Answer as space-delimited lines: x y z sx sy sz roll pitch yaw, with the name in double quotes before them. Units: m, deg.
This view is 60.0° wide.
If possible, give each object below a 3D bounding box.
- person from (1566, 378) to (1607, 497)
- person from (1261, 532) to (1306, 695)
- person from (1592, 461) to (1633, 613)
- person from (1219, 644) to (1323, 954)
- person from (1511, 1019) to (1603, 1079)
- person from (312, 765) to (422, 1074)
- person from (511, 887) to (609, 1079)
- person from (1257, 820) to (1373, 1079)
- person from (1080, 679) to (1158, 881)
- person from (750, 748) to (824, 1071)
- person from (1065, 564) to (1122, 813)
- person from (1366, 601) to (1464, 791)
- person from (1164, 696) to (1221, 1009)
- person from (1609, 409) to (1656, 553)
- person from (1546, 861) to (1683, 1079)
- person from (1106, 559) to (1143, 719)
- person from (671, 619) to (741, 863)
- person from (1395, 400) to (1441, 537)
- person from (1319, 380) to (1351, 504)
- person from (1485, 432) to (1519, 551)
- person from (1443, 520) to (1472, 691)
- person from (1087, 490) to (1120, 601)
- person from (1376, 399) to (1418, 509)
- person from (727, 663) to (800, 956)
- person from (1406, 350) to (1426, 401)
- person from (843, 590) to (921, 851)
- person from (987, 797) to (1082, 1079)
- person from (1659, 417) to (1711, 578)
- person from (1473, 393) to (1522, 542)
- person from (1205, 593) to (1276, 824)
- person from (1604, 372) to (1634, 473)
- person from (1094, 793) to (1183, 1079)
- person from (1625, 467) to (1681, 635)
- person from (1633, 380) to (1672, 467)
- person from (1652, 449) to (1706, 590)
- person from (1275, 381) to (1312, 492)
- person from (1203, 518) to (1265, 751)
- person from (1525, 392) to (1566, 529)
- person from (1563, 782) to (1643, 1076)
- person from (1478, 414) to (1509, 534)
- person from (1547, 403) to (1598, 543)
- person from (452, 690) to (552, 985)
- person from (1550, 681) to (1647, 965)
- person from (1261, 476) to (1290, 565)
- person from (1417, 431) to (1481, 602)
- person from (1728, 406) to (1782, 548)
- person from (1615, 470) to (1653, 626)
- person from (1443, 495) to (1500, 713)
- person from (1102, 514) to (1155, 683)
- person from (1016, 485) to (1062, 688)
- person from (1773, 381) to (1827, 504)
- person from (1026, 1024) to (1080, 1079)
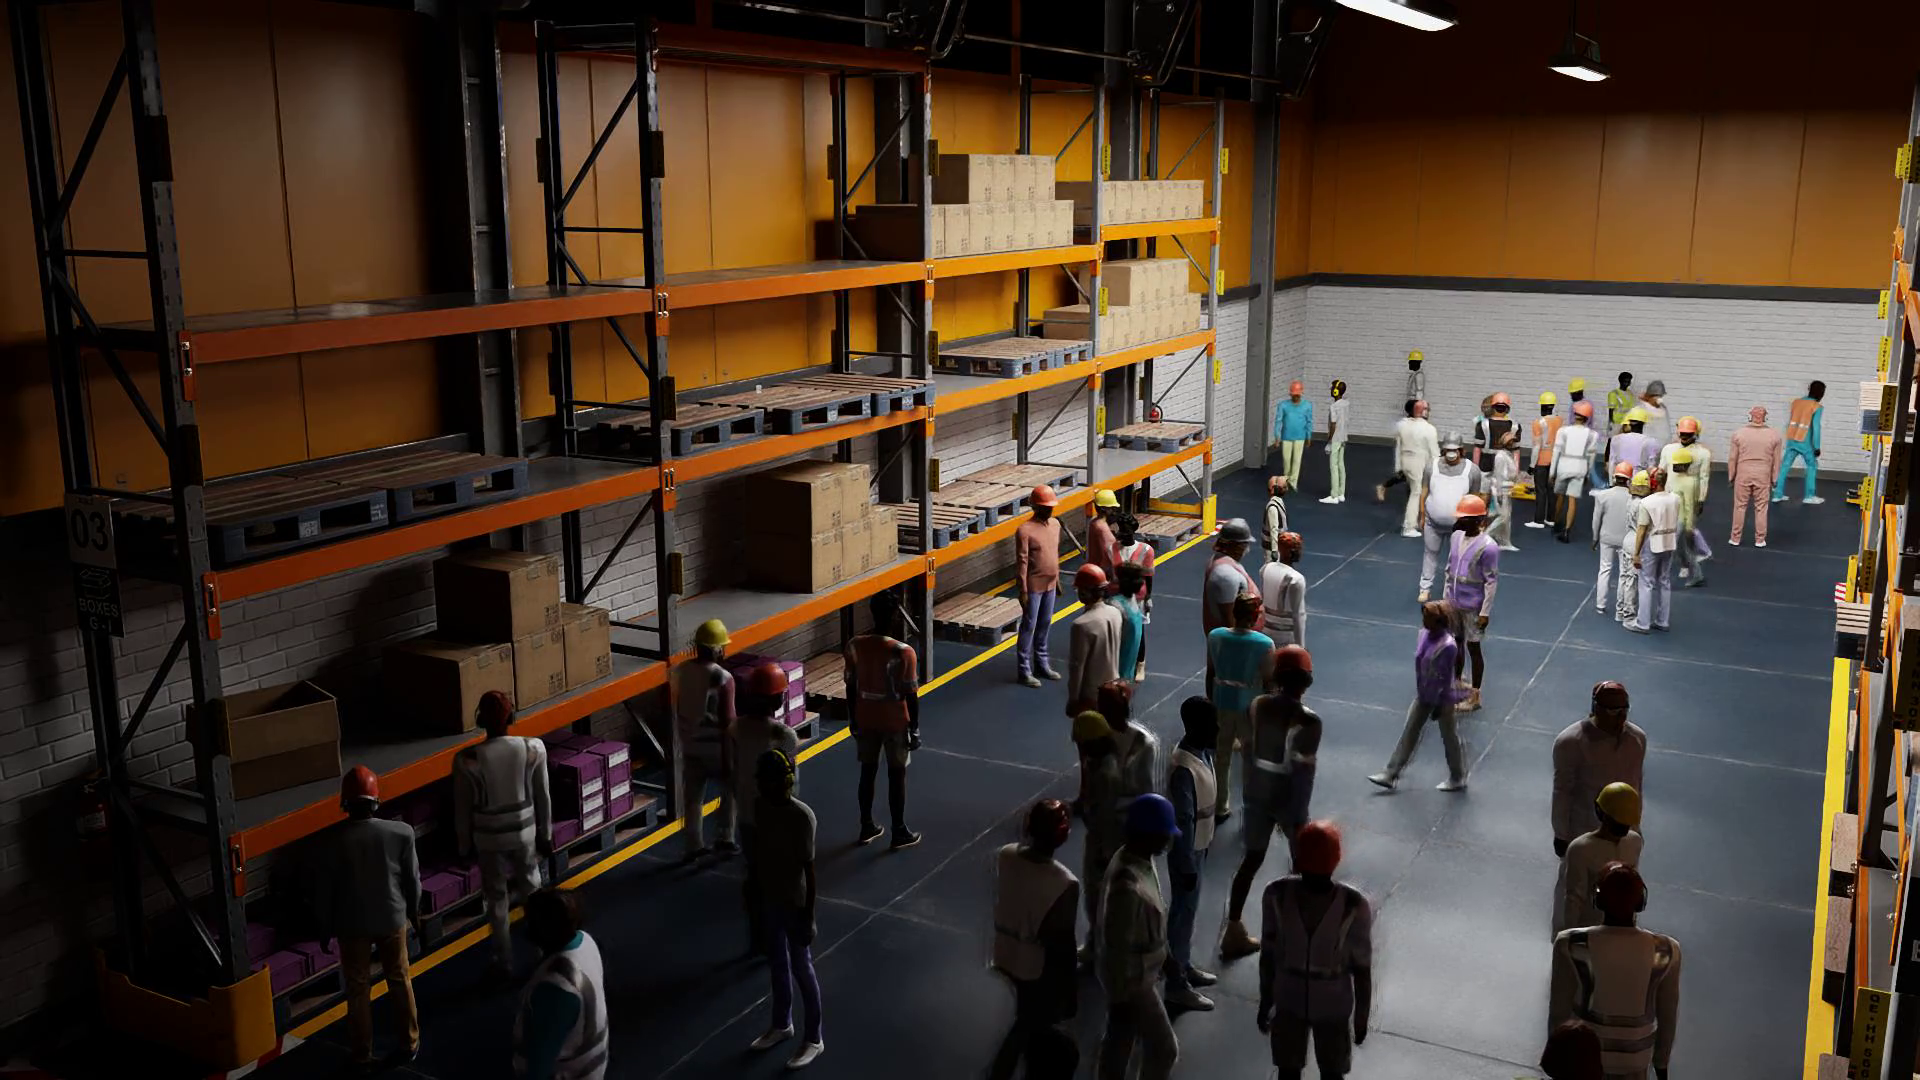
"person" 9.552 -1.555 25.439 0.733 1.891 0.587 -2 13 -7
"person" 2.840 0.852 14.682 0.375 1.874 0.577 -5 14 -22
"person" 7.462 -0.022 18.854 0.561 1.753 0.332 7 14 29
"person" 2.079 1.669 10.750 1.048 1.976 0.641 -11 16 -40
"person" 2.456 2.733 6.813 0.502 1.627 0.270 10 16 37
"person" -3.307 2.109 9.315 0.572 1.749 0.343 -7 14 -28
"person" -1.798 2.459 7.658 0.943 1.804 0.633 -2 13 -7
"person" 1.745 2.270 8.228 0.552 1.919 0.745 5 14 22
"person" 0.984 1.773 10.558 0.619 1.868 0.412 12 17 42
"person" -0.988 2.050 9.353 0.507 1.861 0.327 12 17 42
"person" 1.034 1.164 13.044 0.419 1.984 0.620 9 16 36
"person" 3.745 1.278 13.374 0.845 1.588 0.543 -4 13 -16
"person" 1.387 1.858 10.067 0.392 1.919 0.591 3 13 13
"person" 8.797 -0.760 21.789 0.584 1.917 0.381 9 15 34
"person" 3.019 2.393 7.750 0.575 1.885 0.355 2 13 9
"person" 1.353 1.056 13.821 0.326 1.843 0.515 5 13 20
"person" -1.809 1.456 12.101 0.614 1.809 0.531 8 15 31
"person" 6.344 -0.980 22.863 0.689 1.886 0.657 -6 14 -25
"person" 5.680 -1.488 25.147 0.327 1.876 0.516 11 17 40
"person" 7.118 -0.626 21.847 0.394 1.626 0.586 10 16 39
"person" 4.868 0.605 16.168 0.317 1.700 0.539 1 13 4
"person" 1.471 0.348 17.170 0.329 1.767 0.529 -2 13 -9
"person" 6.560 -1.274 24.652 0.534 1.674 0.590 -11 16 -40
"person" -1.224 1.727 10.640 0.555 1.918 0.439 7 14 29
"person" 7.852 -2.319 28.749 0.366 1.927 0.585 2 13 8
"person" -0.561 1.329 12.324 0.617 1.964 0.361 7 14 28
"person" 0.379 2.225 8.630 0.476 1.820 0.611 -10 16 -38
"person" 8.924 -0.533 20.595 0.612 1.997 0.375 9 16 36
"person" 7.251 -0.982 22.540 0.614 2.030 0.405 2 13 7
"person" 2.131 1.307 12.718 0.564 1.836 0.404 9 15 34
"person" 10.974 -1.956 27.655 0.531 1.692 0.320 -6 14 -26
"person" 0.967 2.214 8.494 0.643 1.913 0.600 2 13 7
"person" 7.546 0.123 18.029 0.565 1.836 0.385 -6 14 -23
"person" 9.999 -1.374 24.262 0.677 2.000 0.904 -7 15 -30
"person" 8.626 -0.249 19.936 0.846 1.734 0.530 1 13 5
"person" 5.227 -1.629 26.089 0.574 1.737 0.420 1 13 4
"person" 2.391 0.799 14.532 0.536 2.000 0.687 0 13 1
"person" 8.216 -1.120 23.382 0.594 1.924 0.383 -7 14 -28
"person" 3.519 2.154 9.106 0.524 1.759 0.328 -6 14 -24
"person" 7.319 -0.875 22.669 0.518 1.756 0.348 -1 13 -3
"person" 8.345 -0.934 22.697 0.599 1.864 0.970 5 13 20
"person" -2.811 1.835 10.256 0.586 1.881 0.352 -7 14 -27
"person" 3.987 1.798 10.364 0.639 1.908 0.409 -3 13 -15
"person" 3.522 0.088 18.621 0.308 1.641 0.517 3 13 12
"person" 5.649 -0.256 19.256 0.674 2.000 0.535 4 13 19
"person" 10.583 -0.842 22.195 0.640 1.904 0.409 5 14 22
"person" 7.491 0.091 18.376 0.297 1.744 0.487 1 13 4
"person" 4.706 0.583 15.491 0.373 2.043 0.615 -5 14 -23
"person" 1.645 0.564 16.380 0.536 1.693 0.319 4 13 18
"person" 0.790 0.435 16.265 0.396 1.992 0.623 11 17 40
"person" 12.758 -1.467 25.083 0.700 1.872 0.604 -4 13 -17
"person" 0.366 2.719 6.210 0.592 1.917 0.375 -9 16 -36
